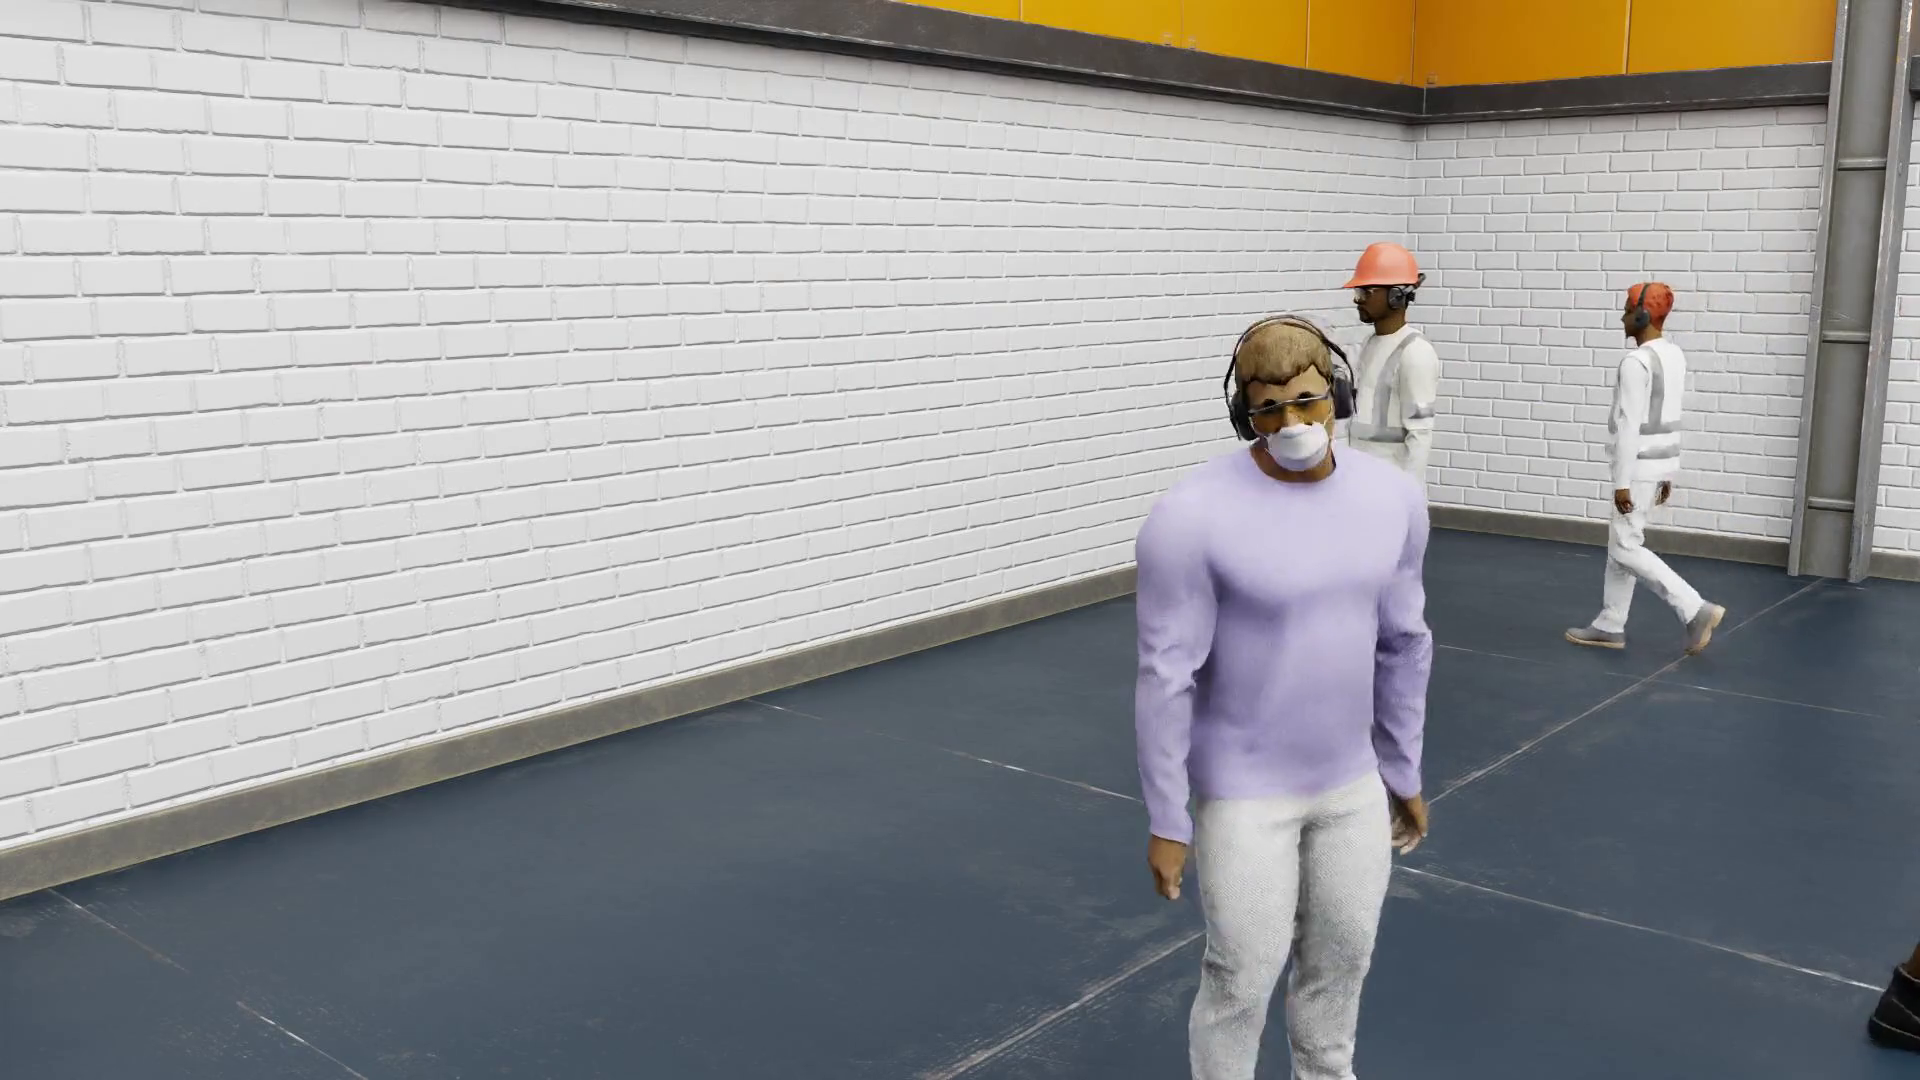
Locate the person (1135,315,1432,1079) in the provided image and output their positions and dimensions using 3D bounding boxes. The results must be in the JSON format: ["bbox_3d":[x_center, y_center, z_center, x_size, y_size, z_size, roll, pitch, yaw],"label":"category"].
[{"bbox_3d":[0.707,0.500,3.392,0.786,1.906,0.377,-5,11,-27],"label":"person"}]

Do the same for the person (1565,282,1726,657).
[{"bbox_3d":[3.418,-0.331,8.184,0.741,1.865,0.584,10,14,44],"label":"person"}]

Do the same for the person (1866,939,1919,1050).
[{"bbox_3d":[2.777,0.406,3.950,1.042,1.873,0.538,4,11,24],"label":"person"}]

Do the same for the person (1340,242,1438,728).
[{"bbox_3d":[1.778,-0.228,7.074,0.378,2.044,0.607,-2,10,-10],"label":"person"}]
